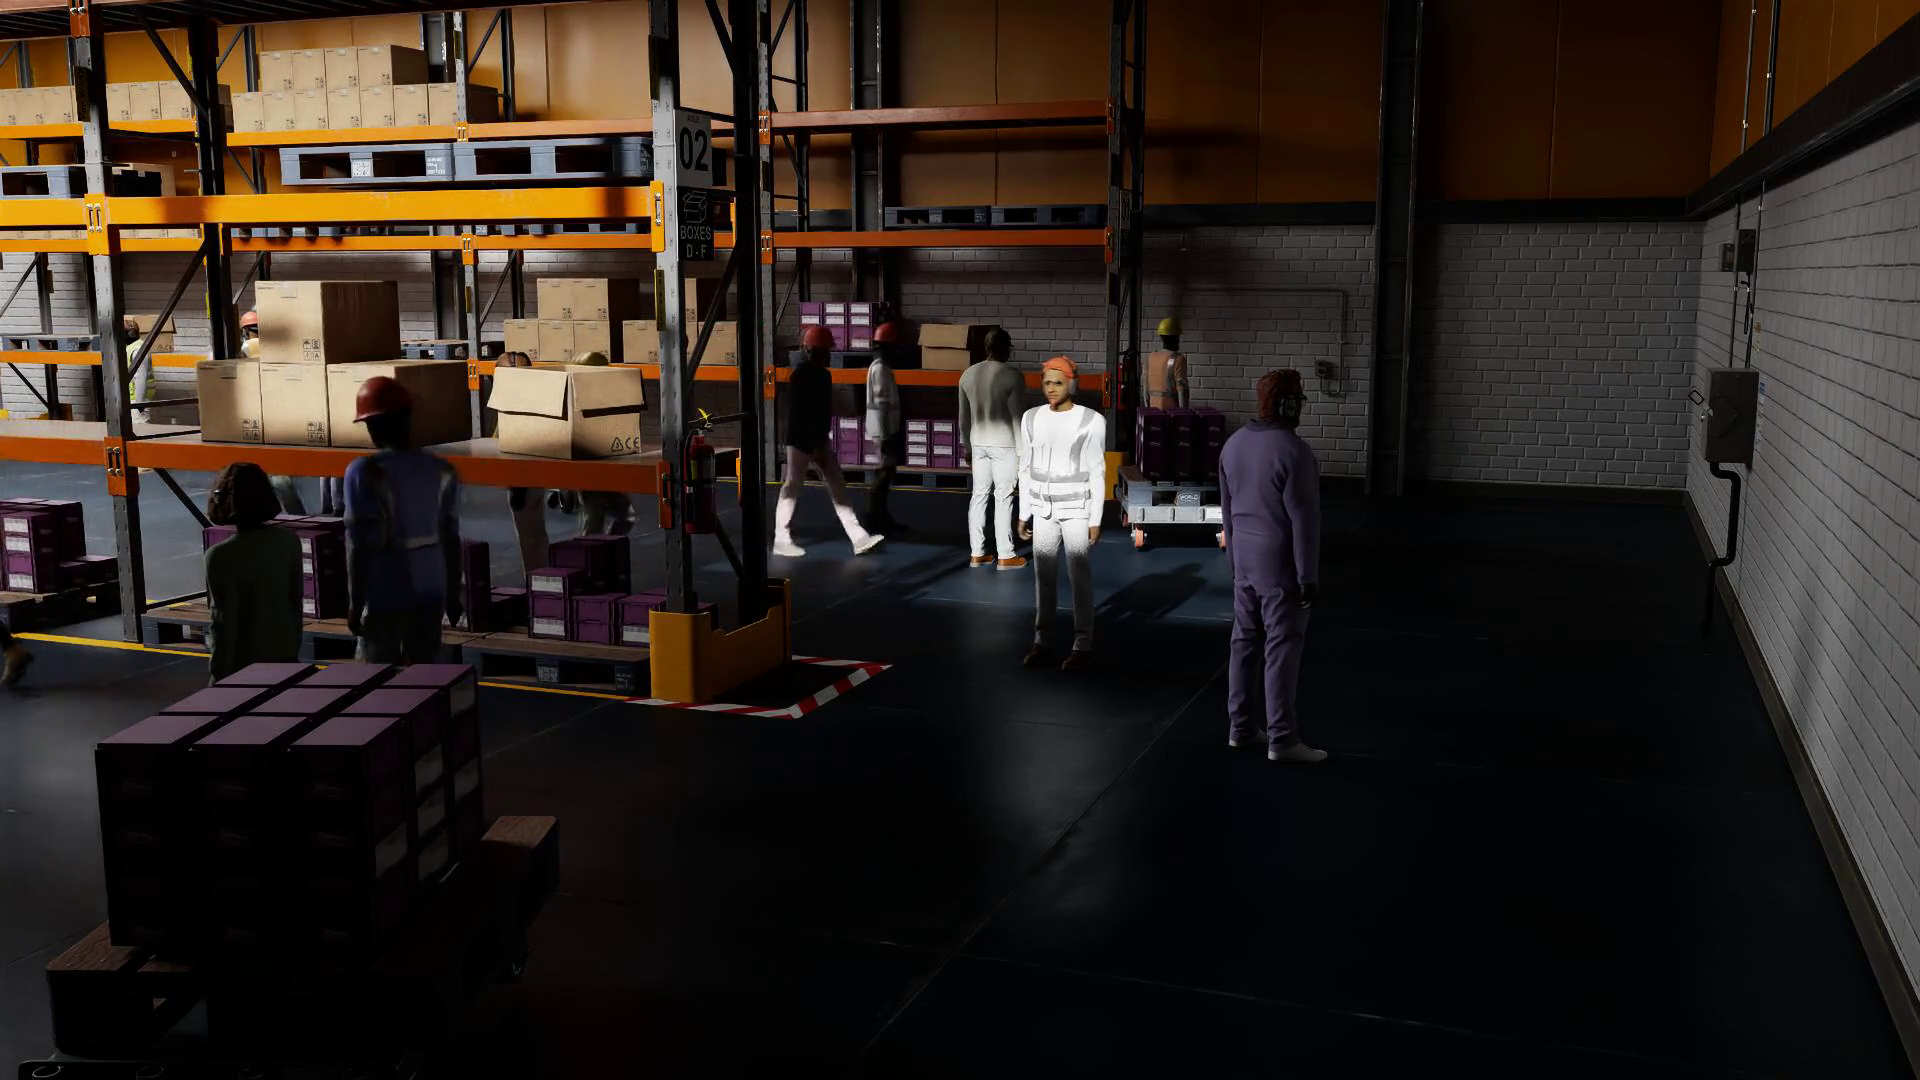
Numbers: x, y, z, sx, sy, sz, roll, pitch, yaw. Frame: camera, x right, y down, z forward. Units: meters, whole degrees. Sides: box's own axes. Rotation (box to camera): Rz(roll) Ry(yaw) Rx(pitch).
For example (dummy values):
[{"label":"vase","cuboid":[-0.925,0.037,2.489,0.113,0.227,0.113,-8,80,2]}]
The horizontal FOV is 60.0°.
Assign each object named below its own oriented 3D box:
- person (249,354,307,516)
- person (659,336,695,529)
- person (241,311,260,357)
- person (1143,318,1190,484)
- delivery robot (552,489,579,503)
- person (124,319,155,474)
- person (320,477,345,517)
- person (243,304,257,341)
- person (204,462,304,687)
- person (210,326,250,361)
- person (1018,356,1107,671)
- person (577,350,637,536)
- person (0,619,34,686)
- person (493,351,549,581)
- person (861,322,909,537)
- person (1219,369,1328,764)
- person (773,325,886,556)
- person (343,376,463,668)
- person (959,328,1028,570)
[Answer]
[{"label":"person","cuboid":[-5.779,-0.670,13.703,0.873,1.693,0.508,-4,10,-23]},{"label":"person","cuboid":[-2.592,-0.995,15.230,0.328,1.876,0.514,-3,9,-17]},{"label":"person","cuboid":[-8.248,-1.714,19.552,0.361,1.935,0.544,8,12,42]},{"label":"person","cuboid":[2.101,-1.274,16.806,0.360,1.930,0.589,-7,11,-37]},{"label":"delivery robot","cuboid":[-3.853,-0.622,16.723,0.477,0.478,0.707,-6,11,-33]},{"label":"person","cuboid":[-9.816,-1.701,19.802,0.429,1.837,0.624,-6,11,-35]},{"label":"person","cuboid":[-6.107,-1.113,16.345,0.350,1.758,0.522,-8,12,-42]},{"label":"person","cuboid":[-8.497,-1.905,20.422,0.677,2.000,0.536,3,9,16]},{"label":"person","cuboid":[-2.772,0.506,6.559,0.284,1.632,0.497,3,9,16]},{"label":"person","cuboid":[-7.877,-1.442,18.174,0.515,1.829,0.549,4,10,22]},{"label":"person","cuboid":[0.607,-0.158,9.967,0.577,1.879,0.350,6,11,33]},{"label":"person","cuboid":[-2.658,-0.493,12.276,0.430,1.808,0.615,3,10,19]},{"label":"person","cuboid":[-5.711,0.042,9.357,0.803,1.662,0.539,0,9,3]},{"label":"person","cuboid":[-3.049,-0.394,11.588,0.429,1.836,0.626,-2,9,-11]},{"label":"person","cuboid":[-0.669,-0.998,15.062,0.399,1.934,0.567,0,9,-2]},{"label":"person","cuboid":[1.539,0.126,8.087,0.409,1.908,0.640,-5,10,-29]},{"label":"person","cuboid":[-1.142,-0.796,13.763,1.057,1.931,0.606,5,10,29]},{"label":"person","cuboid":[-2.454,0.223,7.464,0.583,1.915,0.556,7,11,37]},{"label":"person","cuboid":[0.278,-0.728,13.350,0.635,1.937,0.353,7,11,36]}]
